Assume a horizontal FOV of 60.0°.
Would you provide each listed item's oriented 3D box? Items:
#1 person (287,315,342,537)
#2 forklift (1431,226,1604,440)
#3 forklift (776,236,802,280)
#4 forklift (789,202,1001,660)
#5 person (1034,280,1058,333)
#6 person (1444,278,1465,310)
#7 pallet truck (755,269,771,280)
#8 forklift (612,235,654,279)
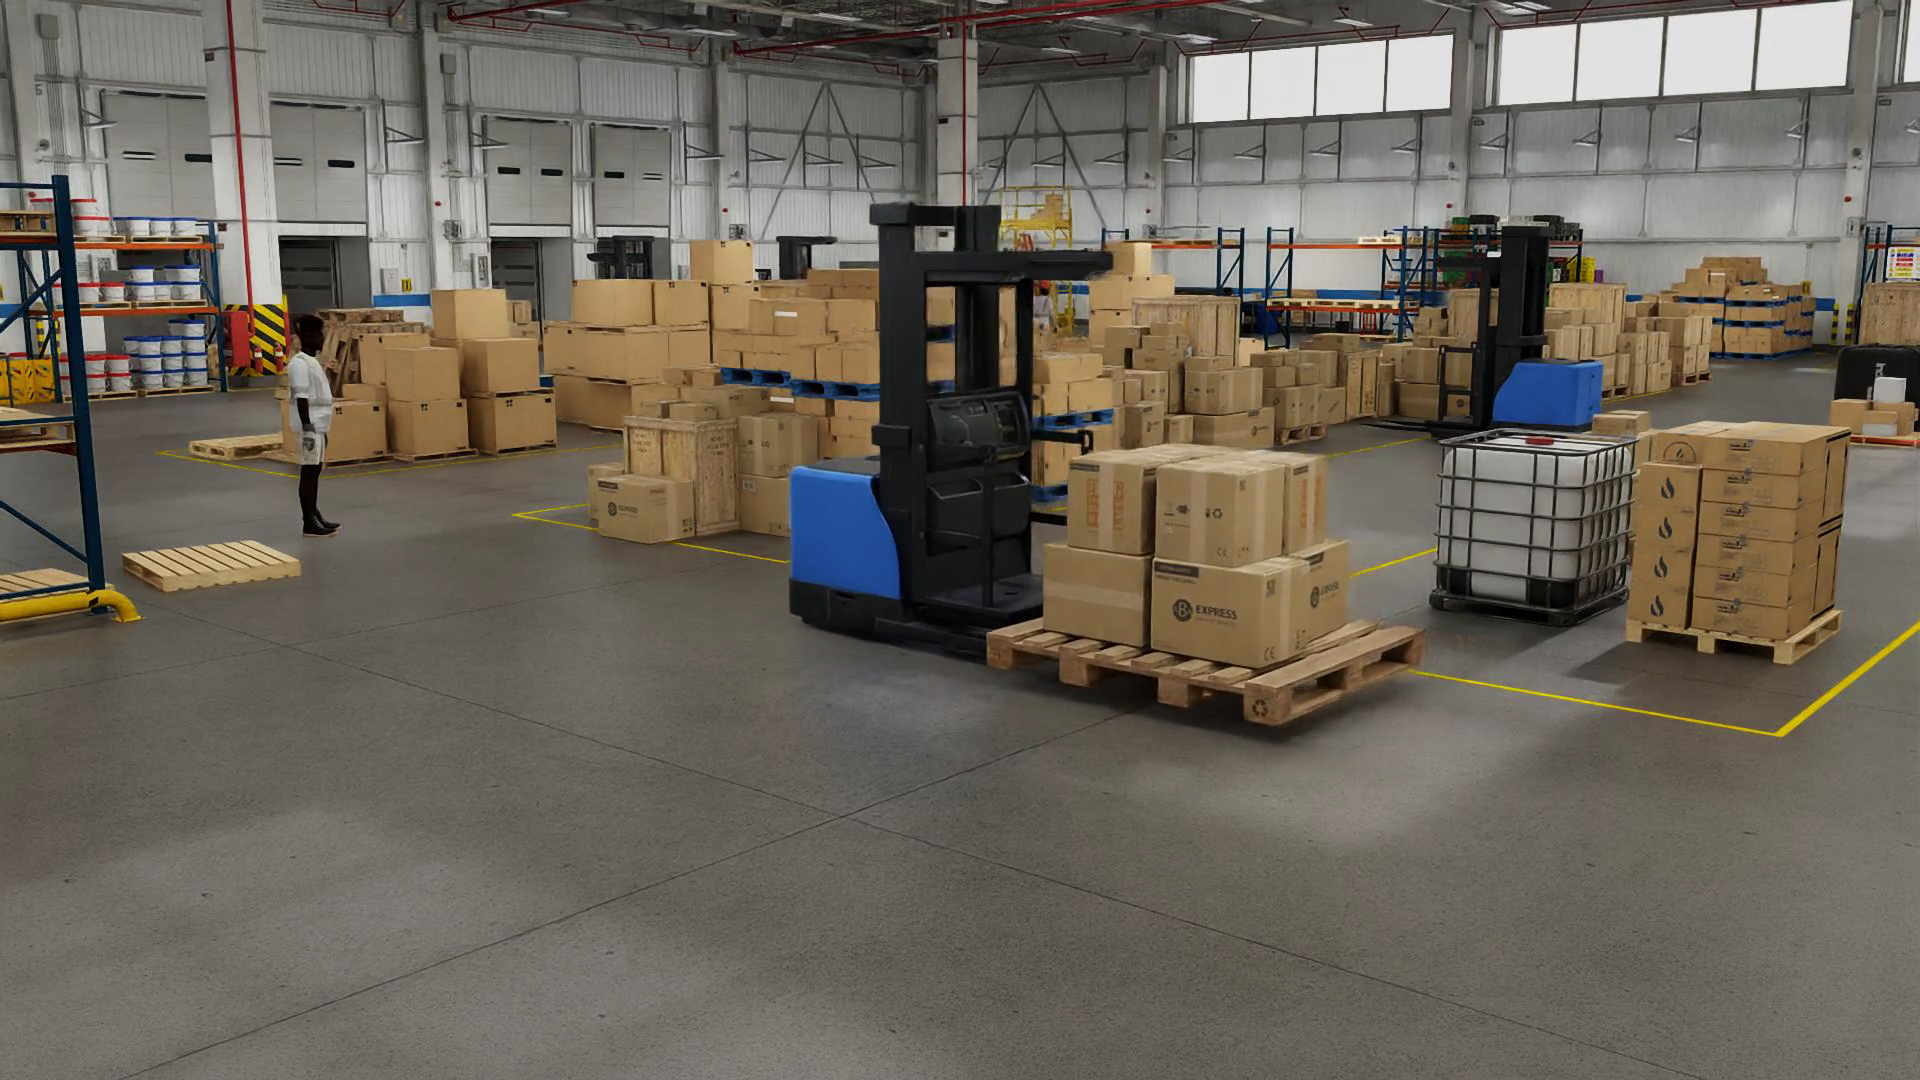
[{"bbox_3d":[-5.738,-1.010,14.741,0.366,1.967,0.602,-2,10,-11],"label":"person"},{"bbox_3d":[7.339,-2.688,21.696,1.873,2.768,1.129,8,13,40],"label":"forklift"},{"bbox_3d":[-4.083,-5.895,39.955,1.873,2.768,1.129,2,10,13],"label":"forklift"},{"bbox_3d":[-0.155,-0.791,10.893,1.873,2.768,1.129,8,13,40],"label":"forklift"},{"bbox_3d":[1.746,-4.472,34.718,0.552,1.863,1.051,8,13,40],"label":"person"},{"bbox_3d":[11.196,-4.923,37.253,1.031,1.879,0.654,-10,14,-44],"label":"person"},{"bbox_3d":[-4.996,-6.432,45.525,1.885,1.965,0.823,-6,12,-32],"label":"pallet truck"},{"bbox_3d":[-7.300,-5.450,37.421,1.873,2.768,1.129,8,13,40],"label":"forklift"}]
